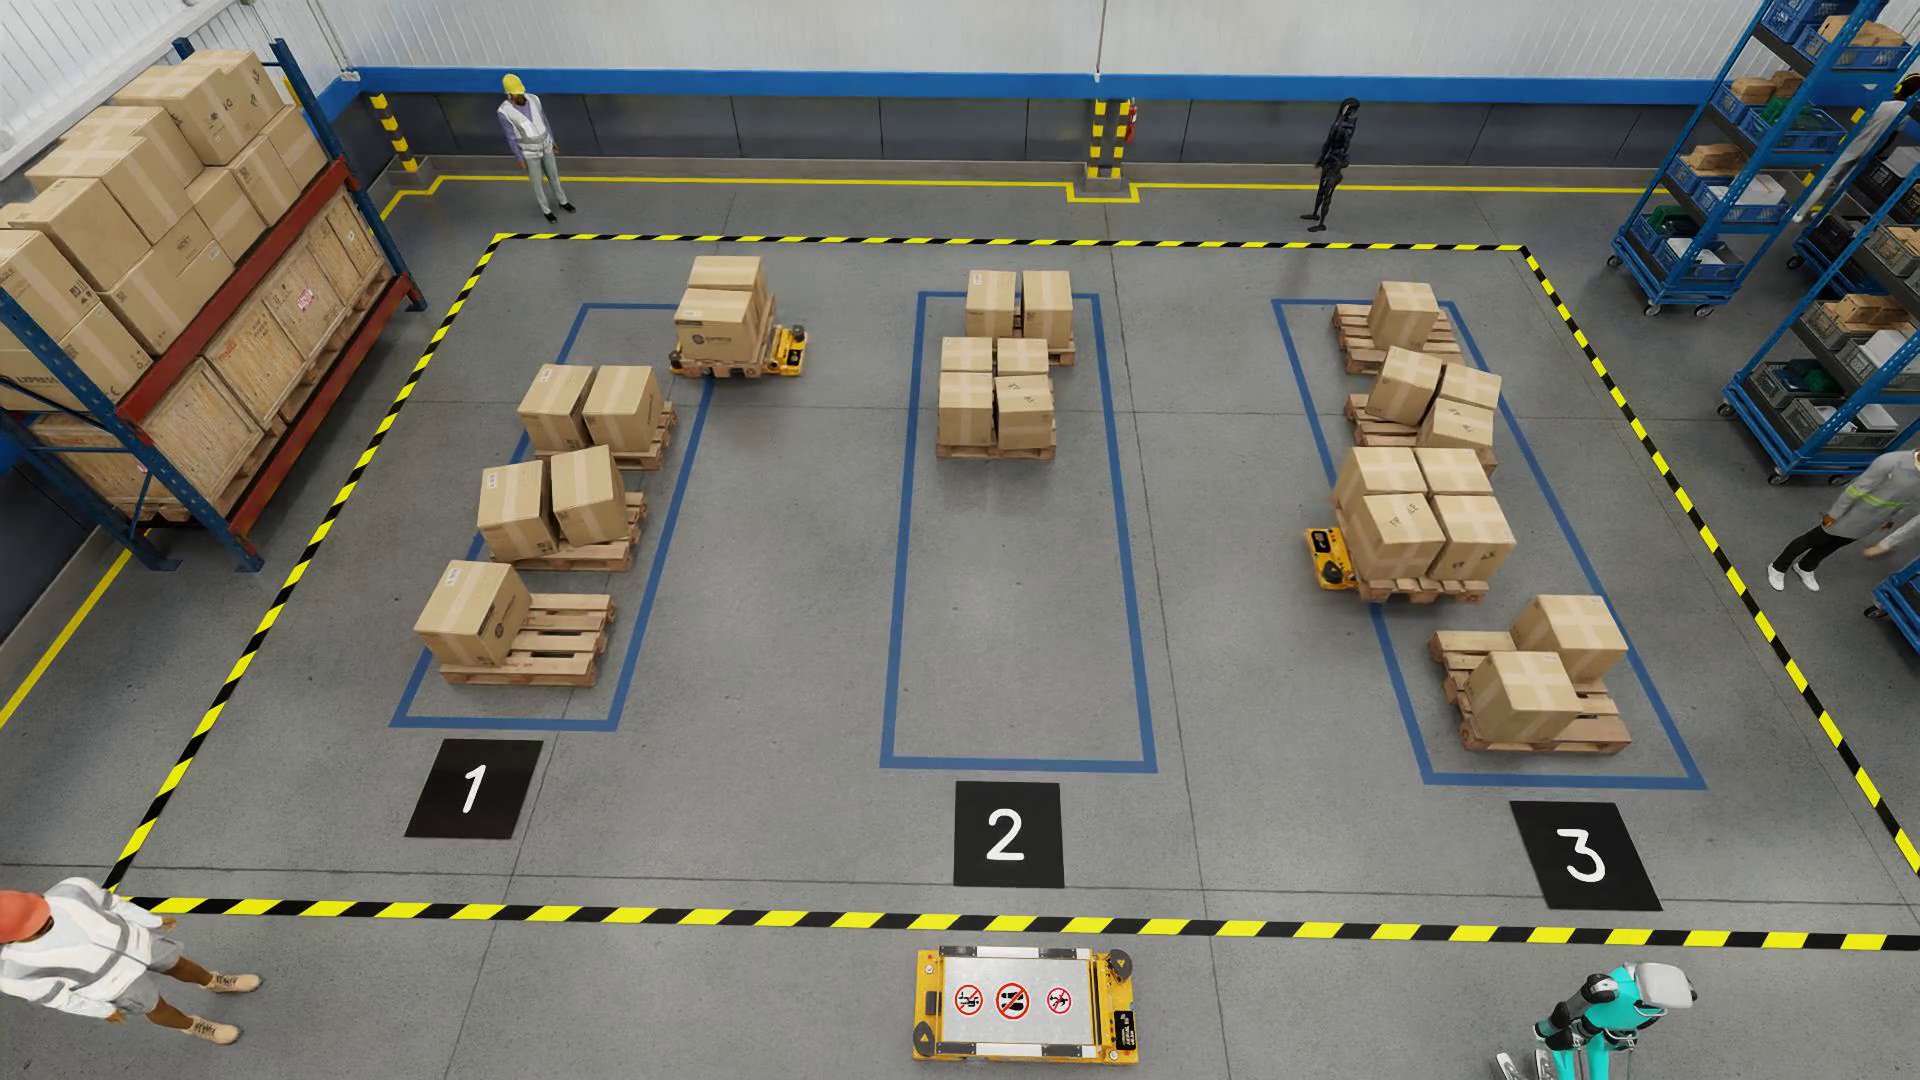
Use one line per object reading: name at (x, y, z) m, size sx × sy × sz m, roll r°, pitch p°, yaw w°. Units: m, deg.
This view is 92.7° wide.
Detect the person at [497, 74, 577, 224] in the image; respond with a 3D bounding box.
person at (-5.303, -4.898, 11.469) m, size 0.404 × 1.829 × 0.598 m, roll 30°, pitch 57°, yaw 22°

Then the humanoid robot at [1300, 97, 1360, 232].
humanoid robot at (4.606, -4.638, 11.348) m, size 0.315 × 1.657 × 0.599 m, roll -1°, pitch 51°, yaw 0°

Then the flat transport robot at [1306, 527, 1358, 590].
flat transport robot at (3.963, 0.143, 8.351) m, size 1.431 × 0.197 × 0.652 m, roll 1°, pitch 51°, yaw 1°

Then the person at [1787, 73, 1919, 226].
person at (11.151, -4.812, 11.383) m, size 0.507 × 1.864 × 0.312 m, roll 12°, pitch 52°, yaw 10°

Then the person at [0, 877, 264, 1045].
person at (-4.858, 2.460, 5.337) m, size 0.389 × 2.044 × 0.606 m, roll 1°, pitch 51°, yaw 1°

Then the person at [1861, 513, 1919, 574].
person at (8.597, -0.326, 7.736) m, size 0.429 × 1.841 × 0.633 m, roll -22°, pitch 54°, yaw -17°

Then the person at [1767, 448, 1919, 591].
person at (7.563, -0.220, 7.644) m, size 0.590 × 1.852 × 0.382 m, roll 2°, pitch 51°, yaw 1°

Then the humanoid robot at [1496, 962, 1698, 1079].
humanoid robot at (3.555, 2.907, 5.082) m, size 0.533 × 1.677 × 0.735 m, roll 0°, pitch 51°, yaw 0°

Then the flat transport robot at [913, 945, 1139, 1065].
flat transport robot at (0.422, 3.041, 6.007) m, size 1.431 × 0.231 × 0.659 m, roll 1°, pitch 51°, yaw 1°

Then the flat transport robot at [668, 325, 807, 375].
flat transport robot at (-2.466, -2.131, 10.205) m, size 1.431 × 0.197 × 0.652 m, roll 1°, pitch 51°, yaw 1°
